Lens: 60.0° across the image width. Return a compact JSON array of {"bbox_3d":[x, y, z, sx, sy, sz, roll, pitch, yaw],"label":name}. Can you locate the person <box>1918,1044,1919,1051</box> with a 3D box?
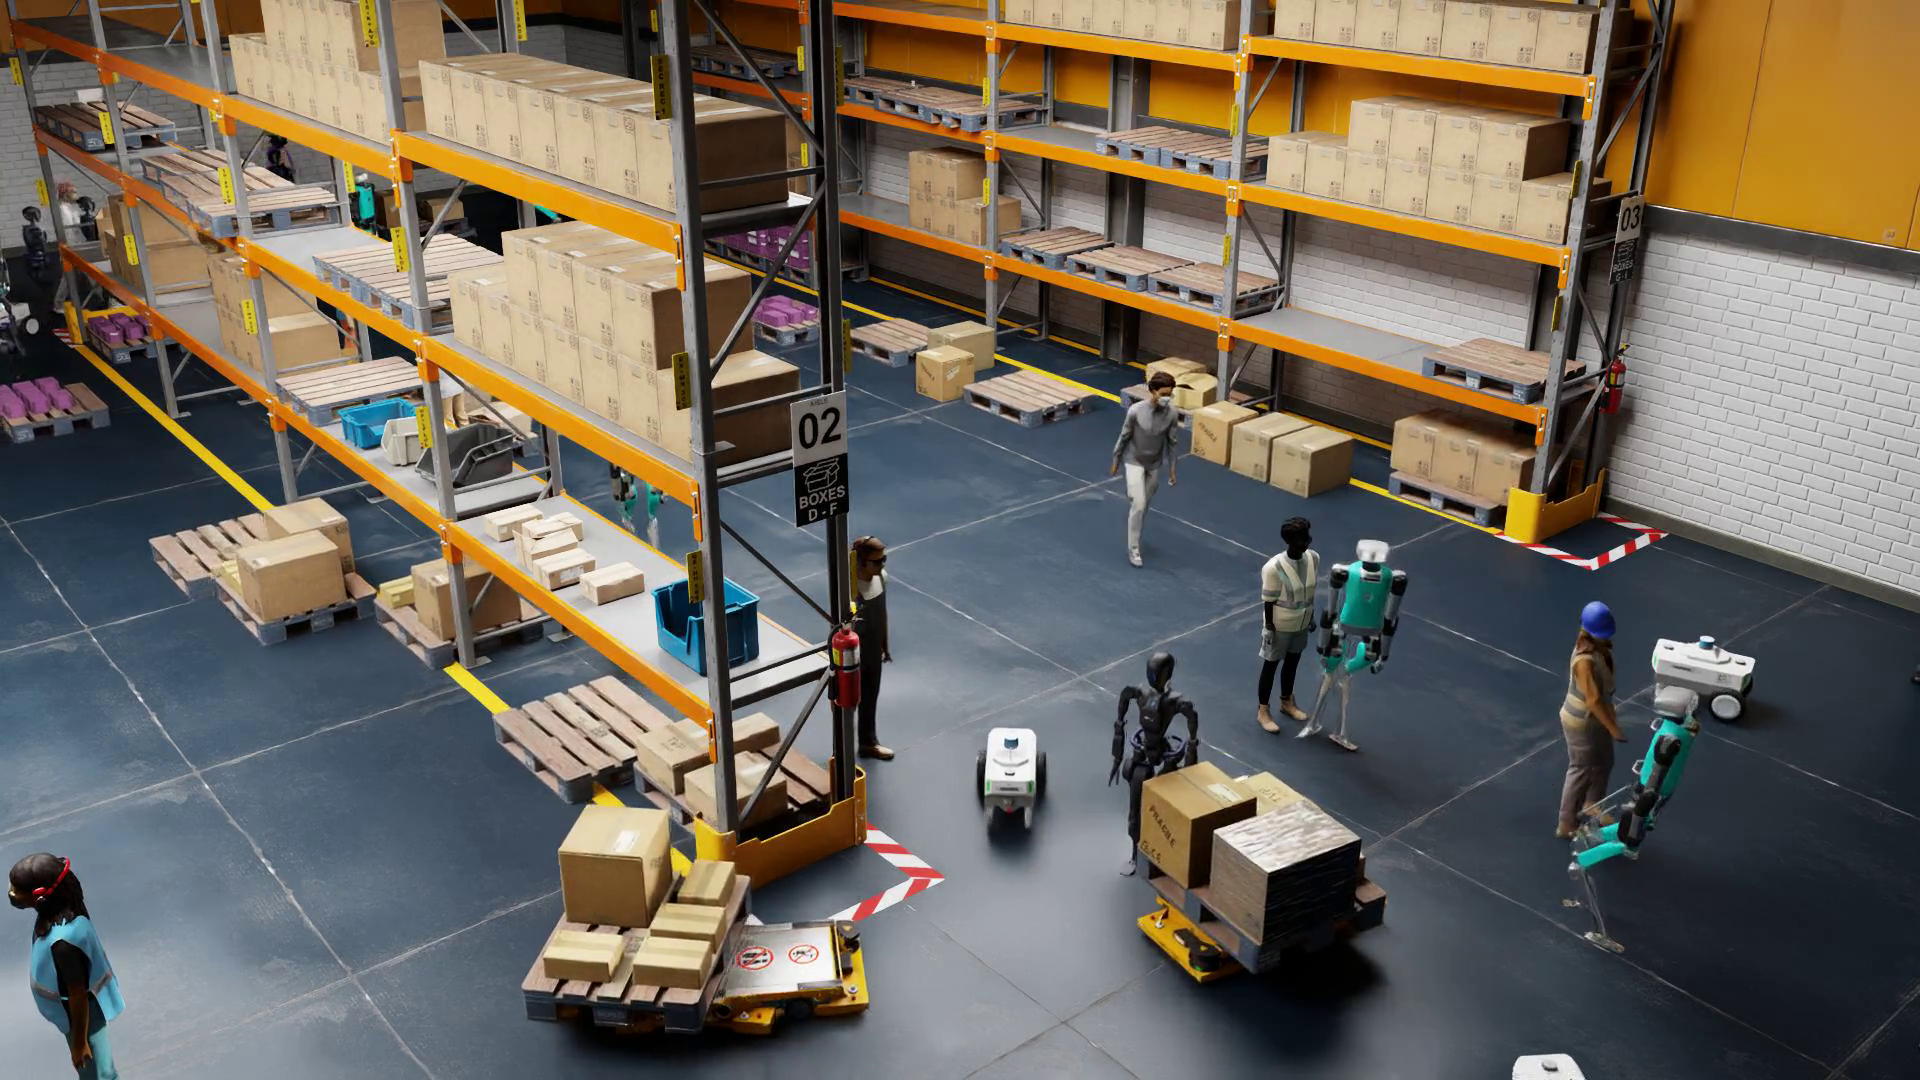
[{"bbox_3d":[5.579,2.064,8.974,0.530,1.767,0.326,-20,30,-38],"label":"person"}]

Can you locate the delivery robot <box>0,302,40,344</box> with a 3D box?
[{"bbox_3d":[-12.653,-2.912,22.019,0.524,0.590,0.761,7,24,16],"label":"delivery robot"}]

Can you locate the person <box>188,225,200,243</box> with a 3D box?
[{"bbox_3d":[-10.675,-3.938,22.776,0.737,1.839,0.576,12,26,26],"label":"person"}]

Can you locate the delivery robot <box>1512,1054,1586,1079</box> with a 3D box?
[{"bbox_3d":[3.064,2.962,8.440,0.499,0.607,0.801,-2,23,-4],"label":"delivery robot"}]

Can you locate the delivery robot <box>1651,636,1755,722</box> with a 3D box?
[{"bbox_3d":[5.775,1.036,12.891,0.773,0.601,0.527,13,26,27],"label":"delivery robot"}]

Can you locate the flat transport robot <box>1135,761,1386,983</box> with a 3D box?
[{"bbox_3d":[1.875,2.293,10.333,1.431,0.231,0.659,-13,27,-27],"label":"flat transport robot"}]

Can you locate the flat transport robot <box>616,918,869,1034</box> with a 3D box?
[{"bbox_3d":[-1.277,2.551,9.737,1.431,0.231,0.659,-3,24,-8],"label":"flat transport robot"}]

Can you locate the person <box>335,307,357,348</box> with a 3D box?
[{"bbox_3d":[-7.347,-2.718,20.063,0.335,1.762,0.494,-4,24,-9],"label":"person"}]

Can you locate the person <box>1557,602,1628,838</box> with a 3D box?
[{"bbox_3d":[4.256,1.194,11.019,0.474,1.741,0.585,18,29,35],"label":"person"}]

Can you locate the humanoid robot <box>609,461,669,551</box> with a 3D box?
[{"bbox_3d":[-2.894,-0.492,14.938,0.548,1.784,0.739,-8,25,-19],"label":"humanoid robot"}]

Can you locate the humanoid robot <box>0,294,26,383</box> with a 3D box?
[{"bbox_3d":[-11.181,-2.316,19.307,0.591,1.633,0.796,-6,24,-13],"label":"humanoid robot"}]

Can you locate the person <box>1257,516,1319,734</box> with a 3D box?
[{"bbox_3d":[2.453,0.616,12.412,0.534,1.699,0.318,-15,28,-32],"label":"person"}]

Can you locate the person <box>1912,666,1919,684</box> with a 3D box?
[{"bbox_3d":[7.803,0.270,12.939,0.547,1.924,0.385,14,27,28],"label":"person"}]

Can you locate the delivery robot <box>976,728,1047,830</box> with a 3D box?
[{"bbox_3d":[0.354,1.605,11.554,0.499,0.585,0.765,1,23,3],"label":"delivery robot"}]

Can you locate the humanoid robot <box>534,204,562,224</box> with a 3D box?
[{"bbox_3d":[-6.613,-5.448,26.423,0.809,1.784,0.586,2,23,5],"label":"humanoid robot"}]

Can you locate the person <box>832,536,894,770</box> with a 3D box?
[{"bbox_3d":[-0.684,0.811,11.807,0.375,1.832,0.510,17,29,34],"label":"person"}]

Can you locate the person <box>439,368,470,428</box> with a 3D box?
[{"bbox_3d":[-5.408,-1.601,17.474,0.325,1.752,0.561,9,25,21],"label":"person"}]

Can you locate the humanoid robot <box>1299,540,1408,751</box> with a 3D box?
[{"bbox_3d":[2.838,0.725,12.112,0.635,1.773,0.810,3,24,7],"label":"humanoid robot"}]

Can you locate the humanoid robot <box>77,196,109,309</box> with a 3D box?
[{"bbox_3d":[-11.910,-3.915,22.932,0.312,1.647,0.609,-13,27,-28],"label":"humanoid robot"}]

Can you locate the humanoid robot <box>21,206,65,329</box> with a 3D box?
[{"bbox_3d":[-12.352,-3.663,22.346,0.584,1.646,0.382,19,30,37],"label":"humanoid robot"}]

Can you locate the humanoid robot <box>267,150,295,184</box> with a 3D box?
[{"bbox_3d":[-10.613,-5.337,26.239,0.589,1.634,0.555,10,25,22],"label":"humanoid robot"}]

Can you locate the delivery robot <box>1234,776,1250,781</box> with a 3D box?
[{"bbox_3d":[1.740,1.839,11.008,0.762,0.582,0.499,-15,27,-30],"label":"delivery robot"}]

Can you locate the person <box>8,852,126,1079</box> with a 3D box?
[{"bbox_3d":[-4.334,2.351,8.199,0.394,1.862,0.504,-16,28,-32],"label":"person"}]

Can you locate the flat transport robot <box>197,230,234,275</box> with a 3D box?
[{"bbox_3d":[-11.006,-3.882,24.634,1.431,0.231,0.659,-10,25,-23],"label":"flat transport robot"}]

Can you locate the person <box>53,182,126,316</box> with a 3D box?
[{"bbox_3d":[-12.173,-4.005,22.911,0.994,1.859,0.651,-13,27,-28],"label":"person"}]

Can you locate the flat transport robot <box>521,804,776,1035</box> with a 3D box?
[{"bbox_3d":[-1.736,2.553,9.732,1.431,0.231,0.659,3,24,7],"label":"flat transport robot"}]

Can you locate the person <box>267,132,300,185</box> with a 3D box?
[{"bbox_3d":[-10.802,-5.781,26.974,0.791,1.900,0.558,-12,26,-26],"label":"person"}]

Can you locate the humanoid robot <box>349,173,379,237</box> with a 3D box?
[{"bbox_3d":[-8.712,-4.394,23.965,0.674,1.793,0.560,5,24,12],"label":"humanoid robot"}]

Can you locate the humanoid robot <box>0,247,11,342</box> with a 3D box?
[{"bbox_3d":[-12.572,-3.317,21.569,0.537,1.843,0.794,-8,25,-19],"label":"humanoid robot"}]

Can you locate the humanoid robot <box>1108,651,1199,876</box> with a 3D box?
[{"bbox_3d":[1.247,1.434,10.558,0.603,1.656,0.343,12,26,25],"label":"humanoid robot"}]

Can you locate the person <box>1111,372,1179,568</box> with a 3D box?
[{"bbox_3d":[1.709,-0.676,15.223,0.560,1.844,0.772,-6,24,-15],"label":"person"}]

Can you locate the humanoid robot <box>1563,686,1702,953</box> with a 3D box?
[{"bbox_3d":[3.919,1.651,10.011,0.799,1.809,0.543,14,27,30],"label":"humanoid robot"}]
